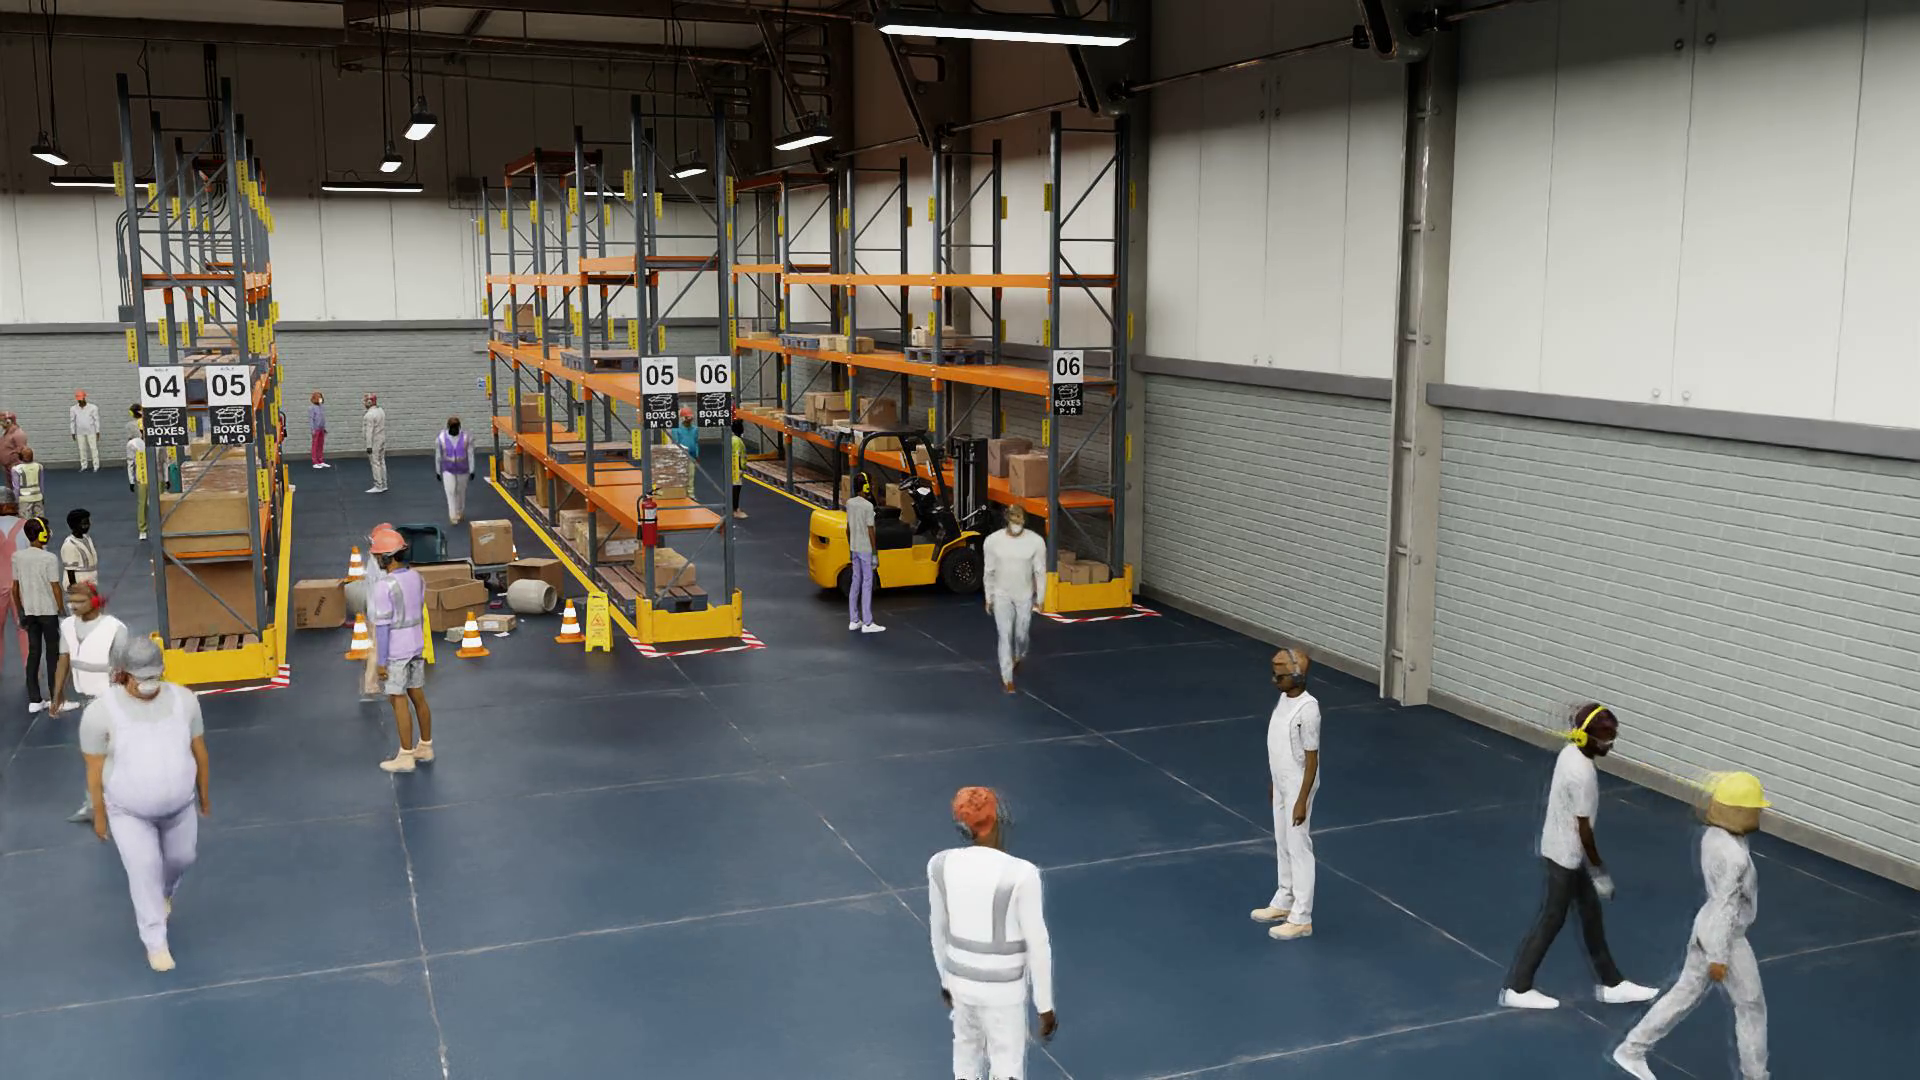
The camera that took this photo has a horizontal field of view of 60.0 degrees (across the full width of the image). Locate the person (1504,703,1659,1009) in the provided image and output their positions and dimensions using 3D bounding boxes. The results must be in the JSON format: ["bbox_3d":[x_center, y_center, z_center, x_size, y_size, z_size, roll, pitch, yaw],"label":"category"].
[{"bbox_3d":[3.475,1.771,9.213,0.853,1.814,0.547,3,10,19],"label":"person"}]

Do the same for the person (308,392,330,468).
[{"bbox_3d":[-13.810,-2.365,35.810,0.285,1.633,0.497,2,9,12],"label":"person"}]

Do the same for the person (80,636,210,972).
[{"bbox_3d":[-4.943,1.513,10.125,0.698,2.000,0.856,-9,13,-44],"label":"person"}]

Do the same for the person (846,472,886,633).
[{"bbox_3d":[-1.114,0.139,19.308,0.328,1.872,0.514,-8,12,-41],"label":"person"}]

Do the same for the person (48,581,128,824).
[{"bbox_3d":[-6.662,1.222,12.673,0.560,1.809,0.829,4,10,22],"label":"person"}]

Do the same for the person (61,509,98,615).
[{"bbox_3d":[-9.300,0.502,17.605,0.320,1.686,0.539,-1,9,-7],"label":"person"}]

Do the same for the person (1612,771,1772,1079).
[{"bbox_3d":[3.745,1.968,8.304,0.867,1.709,0.497,2,9,12],"label":"person"}]

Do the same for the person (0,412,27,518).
[{"bbox_3d":[-15.624,-1.169,27.446,0.637,1.904,0.403,8,12,42],"label":"person"}]

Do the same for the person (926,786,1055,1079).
[{"bbox_3d":[0.153,2.034,7.447,0.706,1.853,0.352,6,11,34],"label":"person"}]

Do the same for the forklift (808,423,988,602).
[{"bbox_3d":[-0.830,-0.399,21.676,2.313,2.155,1.214,-4,10,-21],"label":"forklift"}]

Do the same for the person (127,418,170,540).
[{"bbox_3d":[-12.713,-0.967,26.087,0.595,1.925,0.375,-7,11,-38],"label":"person"}]

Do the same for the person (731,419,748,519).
[{"bbox_3d":[-3.781,-1.212,28.354,0.315,1.696,0.541,-2,9,-12],"label":"person"}]

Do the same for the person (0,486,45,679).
[{"bbox_3d":[-9.628,0.448,16.827,0.685,2.000,0.535,-6,11,-35],"label":"person"}]

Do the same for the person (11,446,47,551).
[{"bbox_3d":[-13.702,-0.571,24.484,0.307,1.645,0.520,3,10,21],"label":"person"}]

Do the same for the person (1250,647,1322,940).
[{"bbox_3d":[2.065,1.568,10.402,0.346,1.843,0.506,-2,9,-10],"label":"person"}]

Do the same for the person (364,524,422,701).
[{"bbox_3d":[-5.539,0.702,16.216,0.687,1.728,0.577,-3,10,-20],"label":"person"}]

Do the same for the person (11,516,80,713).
[{"bbox_3d":[-8.675,0.708,15.729,0.532,1.869,0.311,2,9,12],"label":"person"}]

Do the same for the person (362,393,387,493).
[{"bbox_3d":[-11.198,-1.849,31.754,0.399,1.899,0.635,1,9,3],"label":"person"}]

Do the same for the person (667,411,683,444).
[{"bbox_3d":[-5.993,-2.171,34.670,0.504,1.612,0.704,-2,9,-10],"label":"person"}]

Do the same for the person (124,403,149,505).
[{"bbox_3d":[-14.689,-1.537,29.921,0.556,1.846,0.443,-7,12,-39],"label":"person"}]

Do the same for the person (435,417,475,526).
[{"bbox_3d":[-8.452,-1.179,27.858,0.627,1.802,0.929,-4,10,-22],"label":"person"}]

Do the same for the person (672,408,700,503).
[{"bbox_3d":[-4.950,-1.526,30.150,0.330,1.751,0.573,8,12,43],"label":"person"}]

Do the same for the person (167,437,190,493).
[{"bbox_3d":[-13.490,-1.299,28.685,0.524,1.769,0.309,4,10,26],"label":"person"}]

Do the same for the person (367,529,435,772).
[{"bbox_3d":[-4.705,0.919,13.906,0.419,2.034,0.604,2,9,13],"label":"person"}]

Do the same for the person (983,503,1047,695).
[{"bbox_3d":[0.546,0.546,16.630,0.640,1.912,0.704,0,9,2],"label":"person"}]

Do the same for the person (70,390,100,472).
[{"bbox_3d":[-18.406,-2.284,34.983,0.574,1.738,0.352,-2,9,-10],"label":"person"}]
